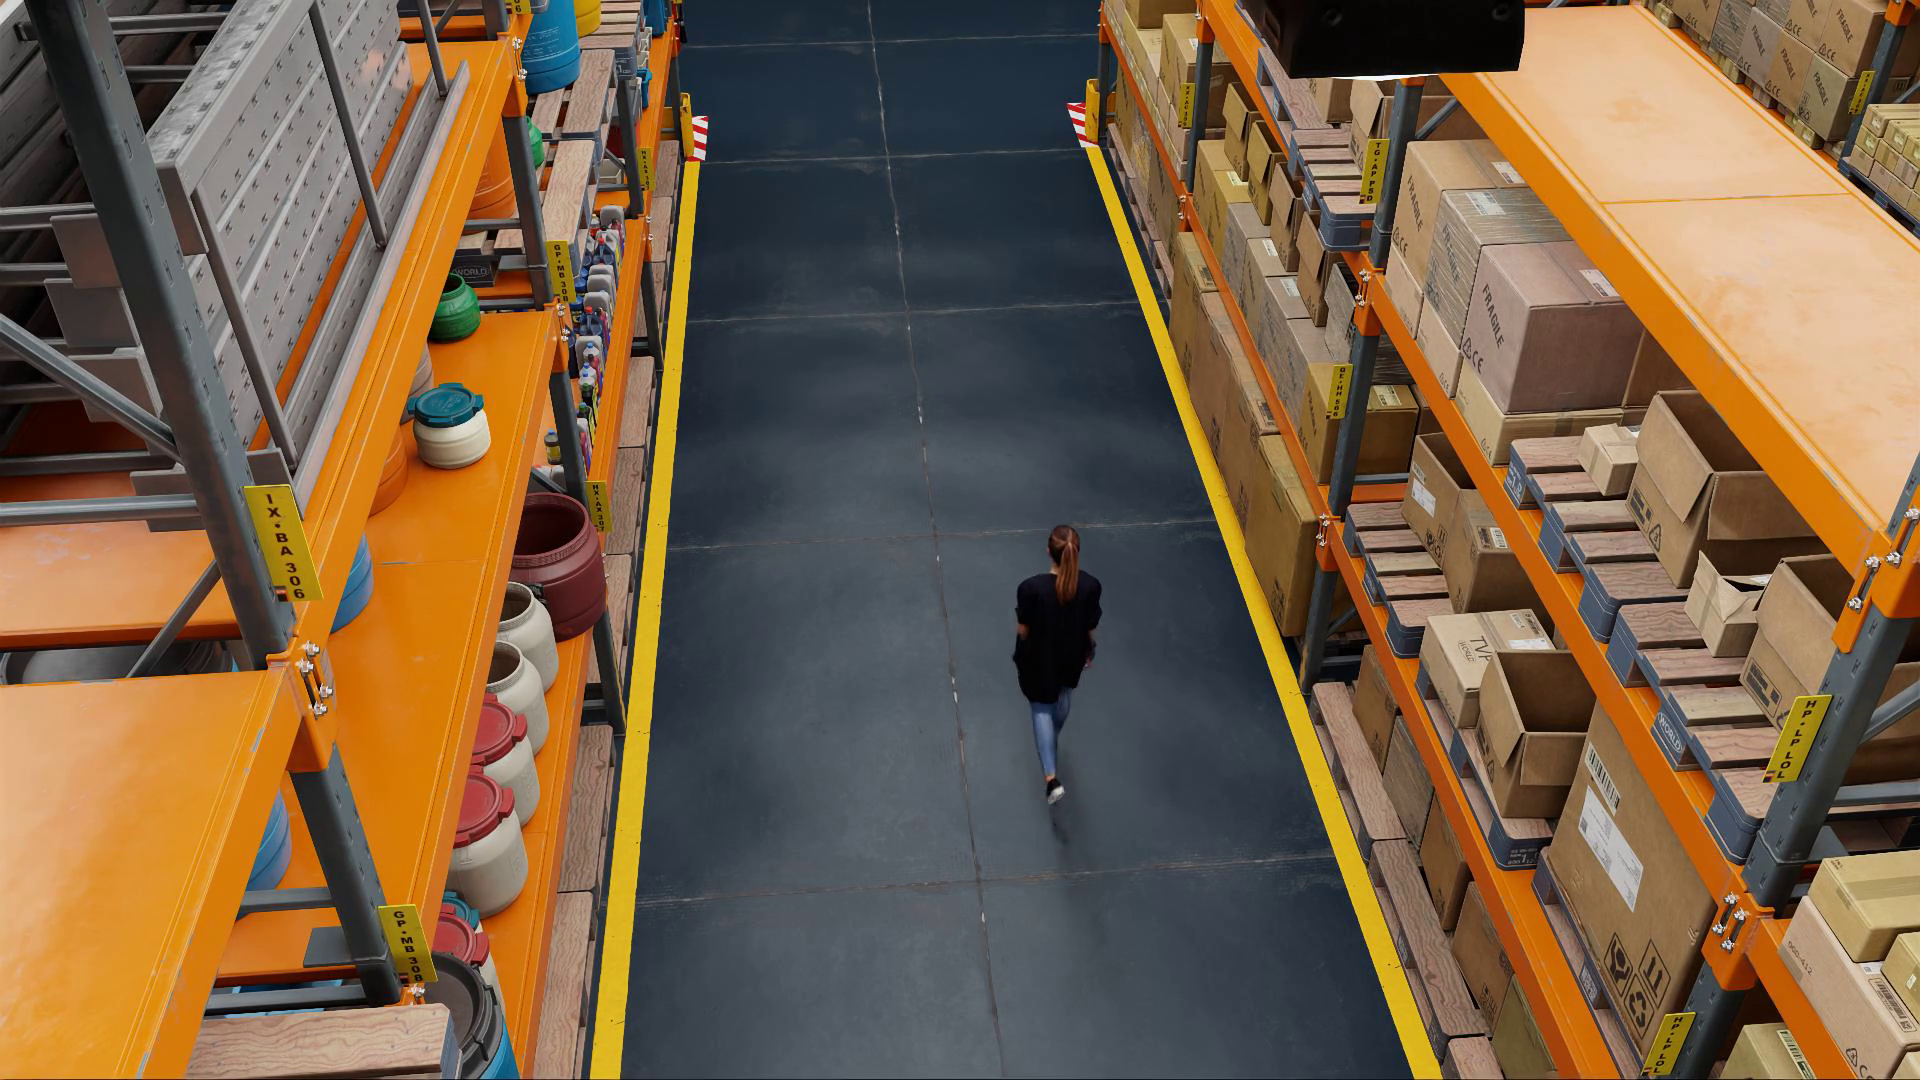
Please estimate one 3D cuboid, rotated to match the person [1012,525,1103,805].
[{"bbox_3d":[0.518,0.674,8.754,0.615,1.664,0.989,-4,37,-5],"label":"person"}]
